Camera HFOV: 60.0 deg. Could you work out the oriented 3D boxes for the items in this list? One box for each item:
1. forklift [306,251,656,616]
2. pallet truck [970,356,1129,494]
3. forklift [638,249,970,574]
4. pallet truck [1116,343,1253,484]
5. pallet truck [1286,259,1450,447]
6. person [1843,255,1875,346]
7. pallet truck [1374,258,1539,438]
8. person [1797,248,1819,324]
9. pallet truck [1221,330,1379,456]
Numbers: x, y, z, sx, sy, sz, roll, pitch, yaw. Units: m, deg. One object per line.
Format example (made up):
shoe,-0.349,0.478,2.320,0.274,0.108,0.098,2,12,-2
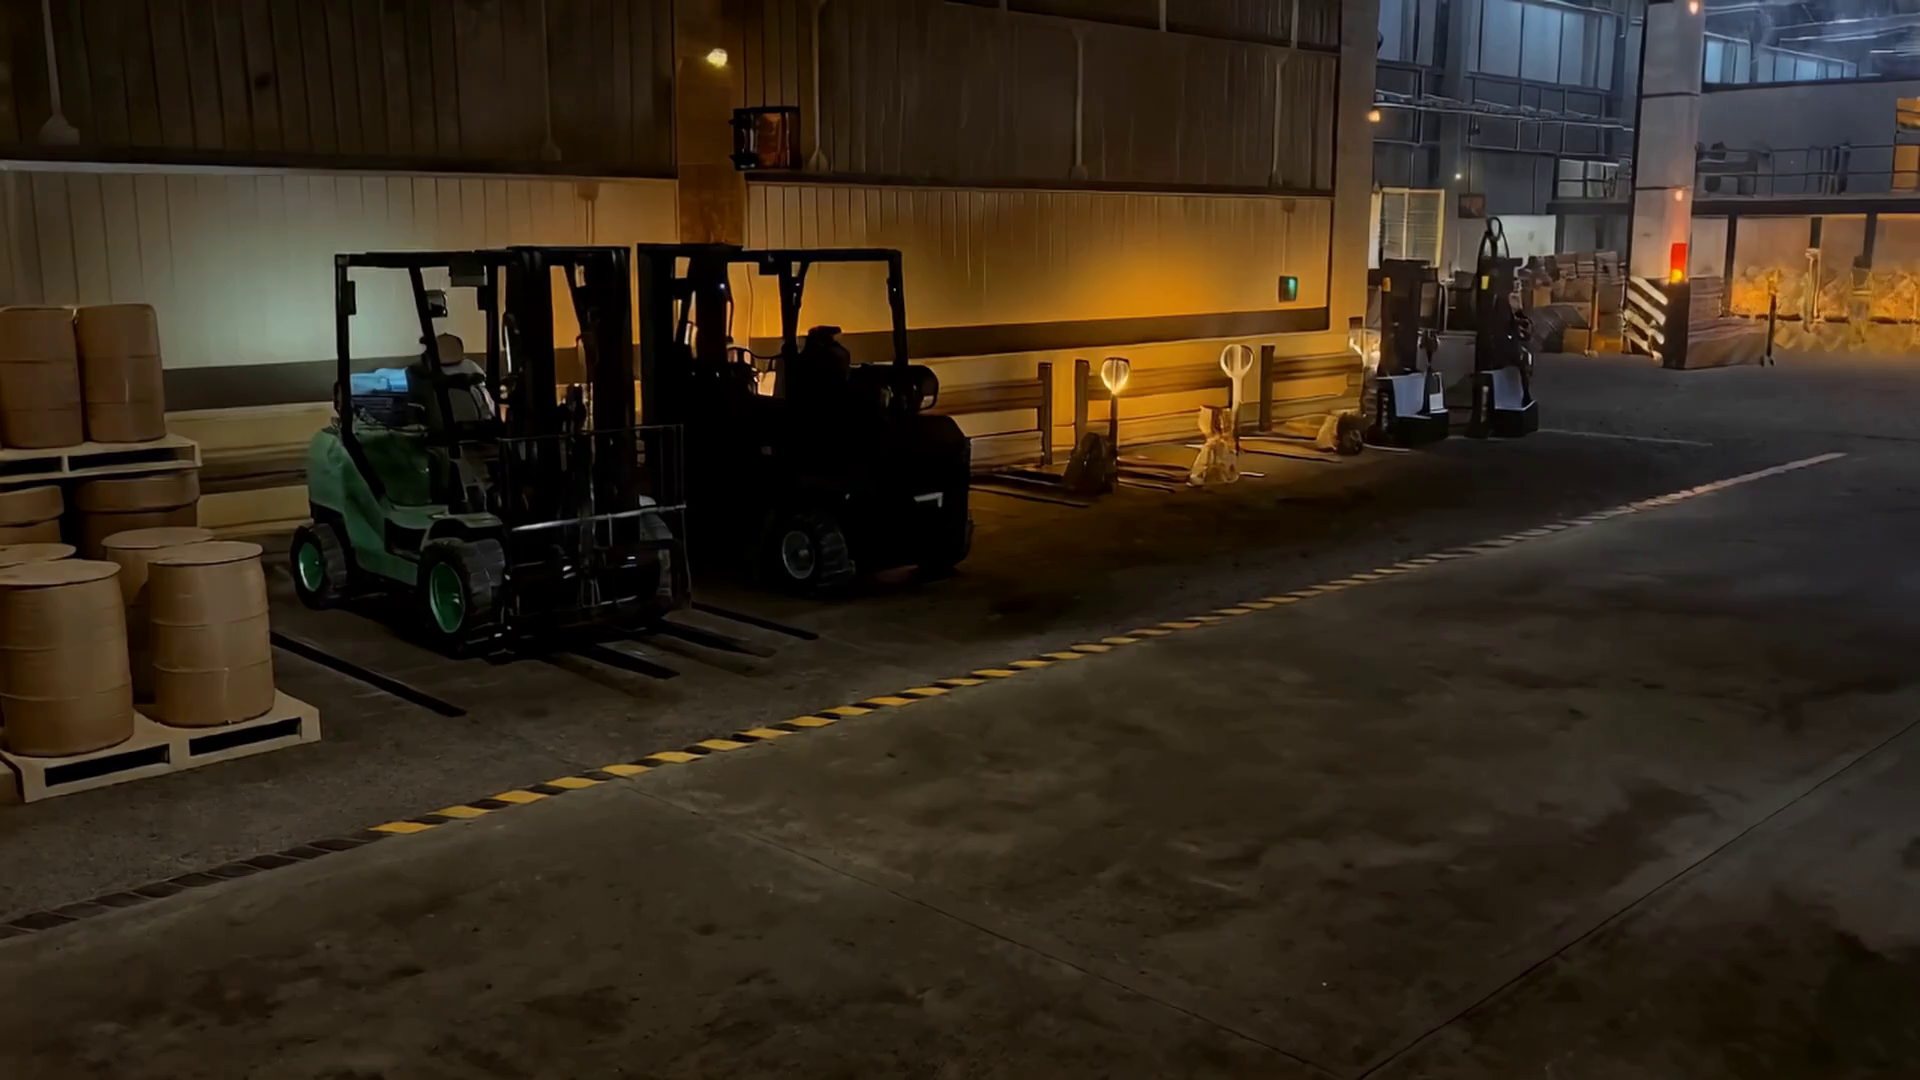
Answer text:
forklift,-2.833,-0.669,9.694,1.157,1.987,2.680,-10,14,-44
pallet truck,0.784,-1.085,14.876,0.680,1.201,1.601,-10,14,-44
forklift,-1.173,-0.958,11.239,2.680,1.987,1.157,10,14,43
pallet truck,1.962,-1.215,15.415,1.522,1.261,0.704,10,14,43
pallet truck,4.493,-2.078,18.196,0.823,1.965,1.885,-9,14,-40
person,18.237,-4.857,33.755,0.581,1.859,0.841,3,11,17
pallet truck,5.704,-2.208,18.901,1.885,1.965,0.823,10,14,43
person,21.554,-6.460,42.290,0.383,1.924,0.589,3,11,15
pallet truck,3.563,-1.581,17.381,0.653,1.274,1.630,-10,14,-44
